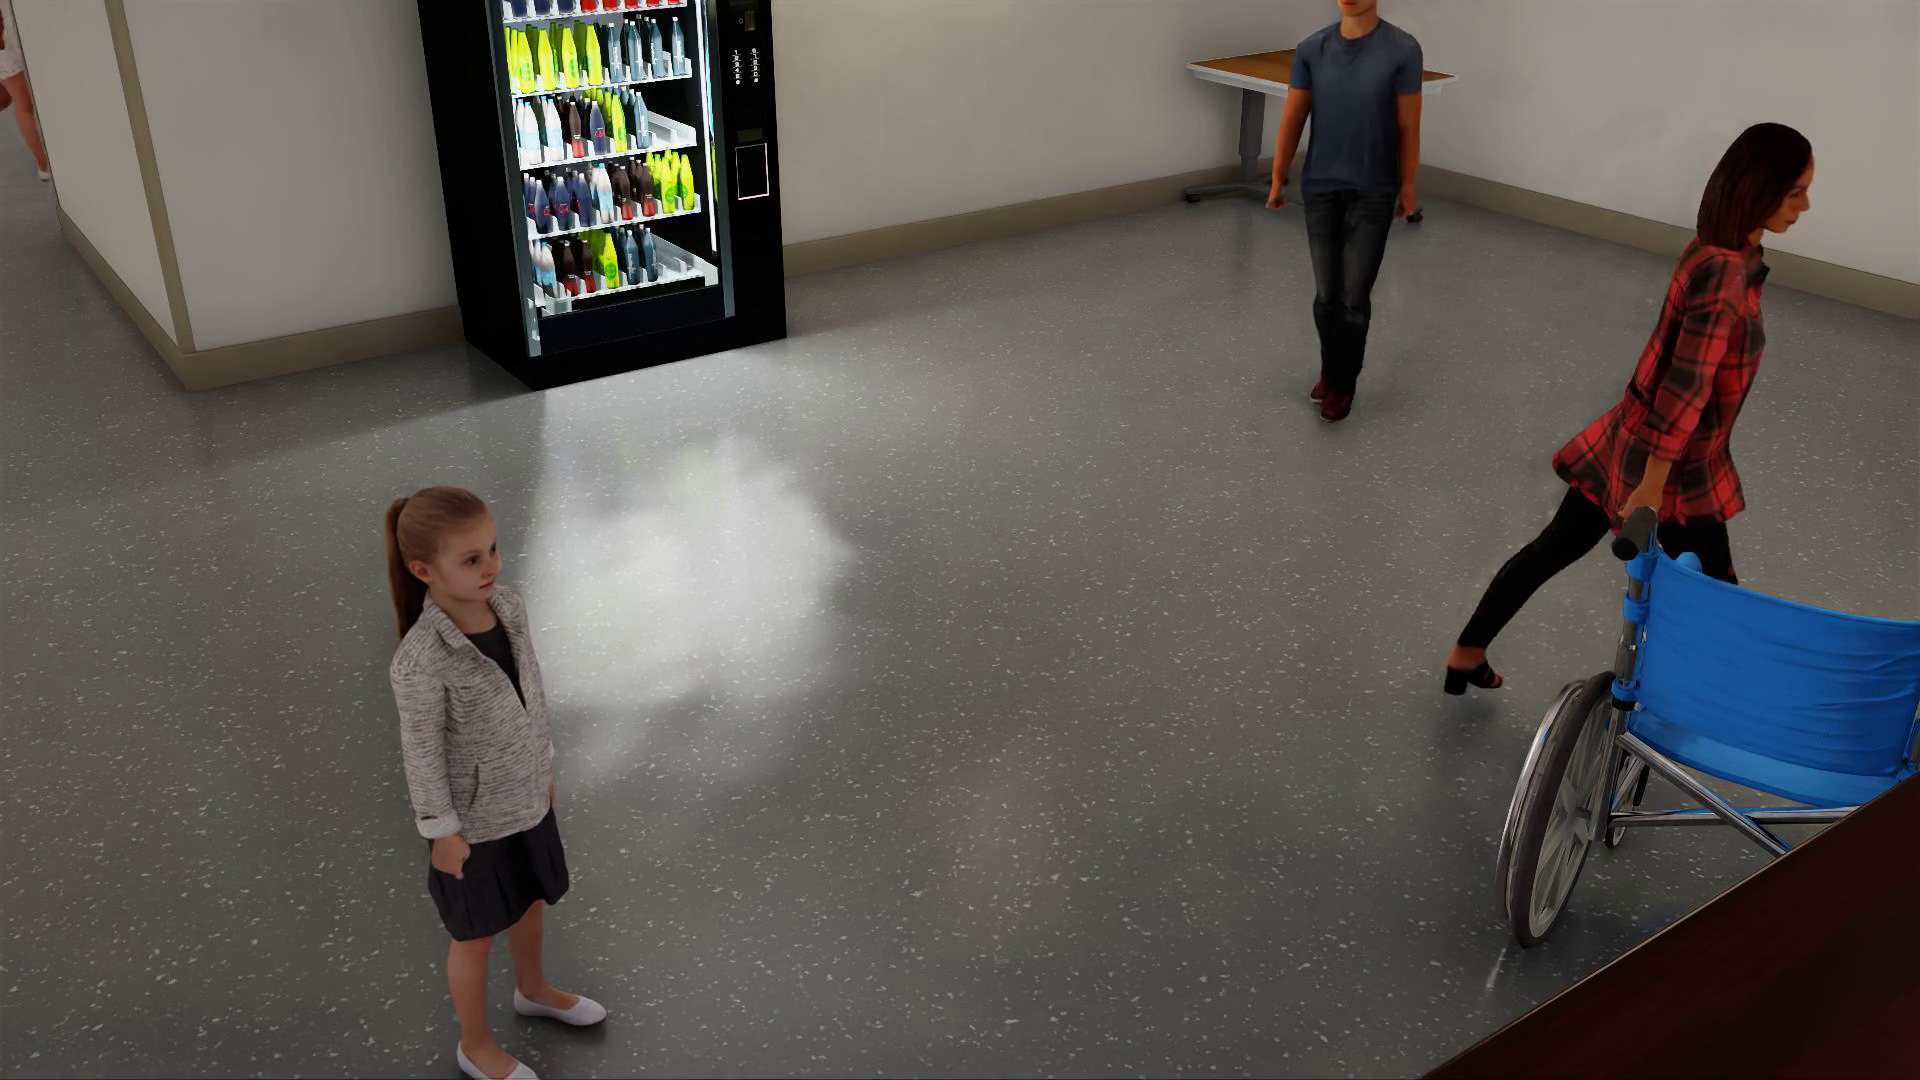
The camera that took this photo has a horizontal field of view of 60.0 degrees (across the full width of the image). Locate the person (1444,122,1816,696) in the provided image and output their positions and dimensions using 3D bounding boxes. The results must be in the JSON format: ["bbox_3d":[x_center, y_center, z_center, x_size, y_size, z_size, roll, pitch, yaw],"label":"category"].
[{"bbox_3d":[1.669,-0.180,4.169,1.191,1.638,1.200,6,26,12],"label":"person"}]

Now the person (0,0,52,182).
[{"bbox_3d":[-5.824,-2.965,9.917,1.204,1.661,1.100,2,26,5],"label":"person"}]

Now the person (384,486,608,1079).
[{"bbox_3d":[-0.922,0.482,3.204,0.655,1.276,0.575,12,28,23],"label":"person"}]

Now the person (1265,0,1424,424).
[{"bbox_3d":[1.549,-1.395,6.507,0.830,1.797,0.878,14,29,26],"label":"person"}]
